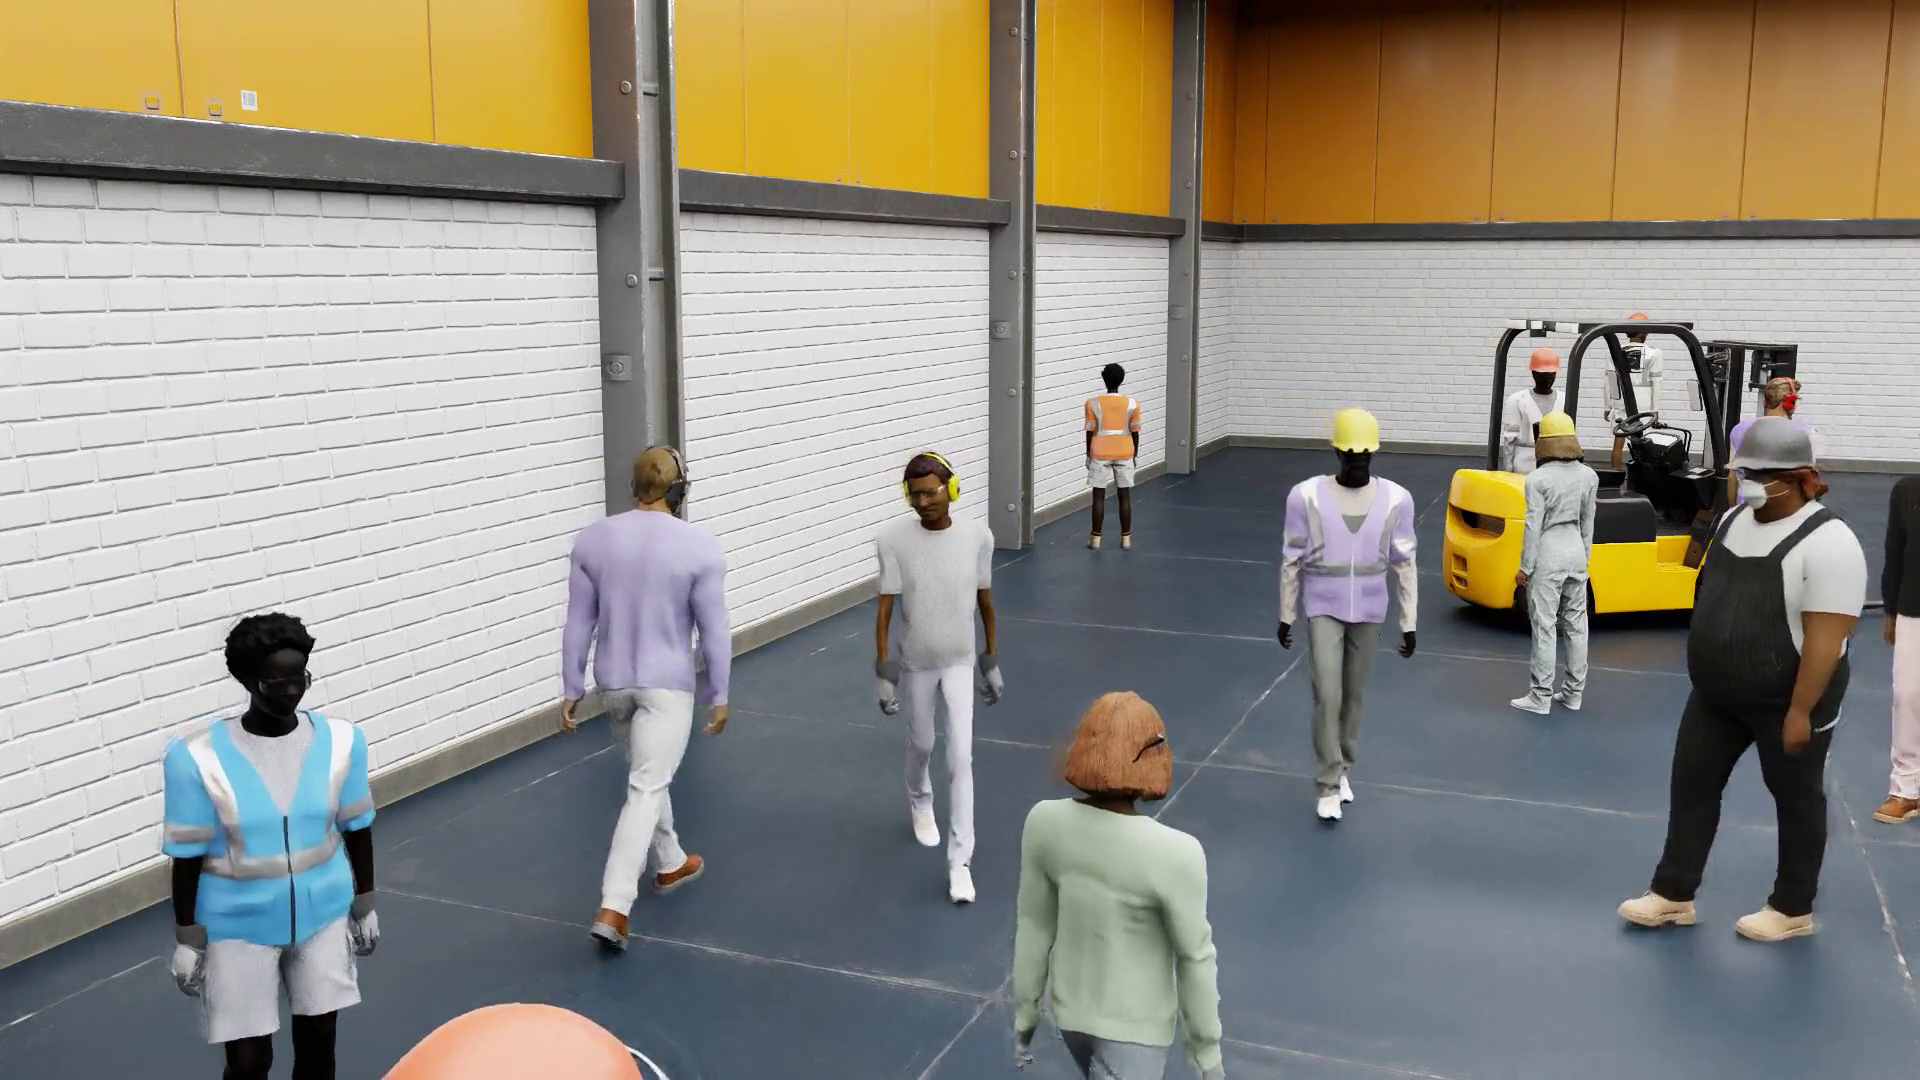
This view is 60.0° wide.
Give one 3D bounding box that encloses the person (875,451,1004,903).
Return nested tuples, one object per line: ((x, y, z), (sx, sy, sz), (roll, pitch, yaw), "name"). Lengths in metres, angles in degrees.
((-0.089, 0.514, 7.046), (0.568, 1.817, 0.993), (-1, 9, -7), "person")

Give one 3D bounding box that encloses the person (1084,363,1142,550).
((1.380, -0.752, 15.071), (0.527, 1.690, 0.321), (-1, 9, -6), "person")

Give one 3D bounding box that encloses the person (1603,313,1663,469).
((7.514, -1.510, 18.594), (0.609, 2.040, 0.394), (6, 11, 34), "person")

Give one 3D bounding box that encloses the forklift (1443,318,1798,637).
((4.706, -0.497, 11.990), (2.313, 2.155, 1.214), (-2, 10, -10), "forklift")

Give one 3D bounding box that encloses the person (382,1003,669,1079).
((-0.332, 1.330, 1.636), (0.630, 1.955, 0.806), (5, 11, 29), "person")

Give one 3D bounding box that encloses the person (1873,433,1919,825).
((4.592, 0.320, 7.687), (0.713, 1.978, 0.617), (-7, 12, -36), "person")

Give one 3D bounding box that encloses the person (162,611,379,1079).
((-1.799, 1.007, 4.395), (0.552, 1.682, 0.382), (-8, 12, -39), "person")

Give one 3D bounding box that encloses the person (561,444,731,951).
((-1.233, 0.581, 6.432), (0.656, 1.887, 1.035), (3, 10, 17), "person")

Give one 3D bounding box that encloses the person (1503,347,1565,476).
((4.533, -0.539, 13.020), (0.550, 1.935, 0.376), (0, 9, 1), "person")

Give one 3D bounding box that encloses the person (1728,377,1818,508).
((5.324, -0.147, 10.946), (0.390, 1.838, 0.563), (-8, 12, -40), "person")

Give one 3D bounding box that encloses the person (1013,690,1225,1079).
((0.345, 1.139, 3.898), (0.871, 1.593, 0.510), (-9, 13, -44), "person")

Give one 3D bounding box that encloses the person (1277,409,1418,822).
((1.820, 0.352, 7.718), (0.620, 1.897, 0.806), (0, 9, 1), "person")

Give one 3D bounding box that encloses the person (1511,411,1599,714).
((3.411, 0.131, 9.571), (0.483, 1.736, 0.311), (-3, 10, -20), "person")

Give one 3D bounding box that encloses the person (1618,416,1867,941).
((2.912, 0.530, 6.227), (0.833, 2.000, 0.712), (-3, 10, -16), "person")
